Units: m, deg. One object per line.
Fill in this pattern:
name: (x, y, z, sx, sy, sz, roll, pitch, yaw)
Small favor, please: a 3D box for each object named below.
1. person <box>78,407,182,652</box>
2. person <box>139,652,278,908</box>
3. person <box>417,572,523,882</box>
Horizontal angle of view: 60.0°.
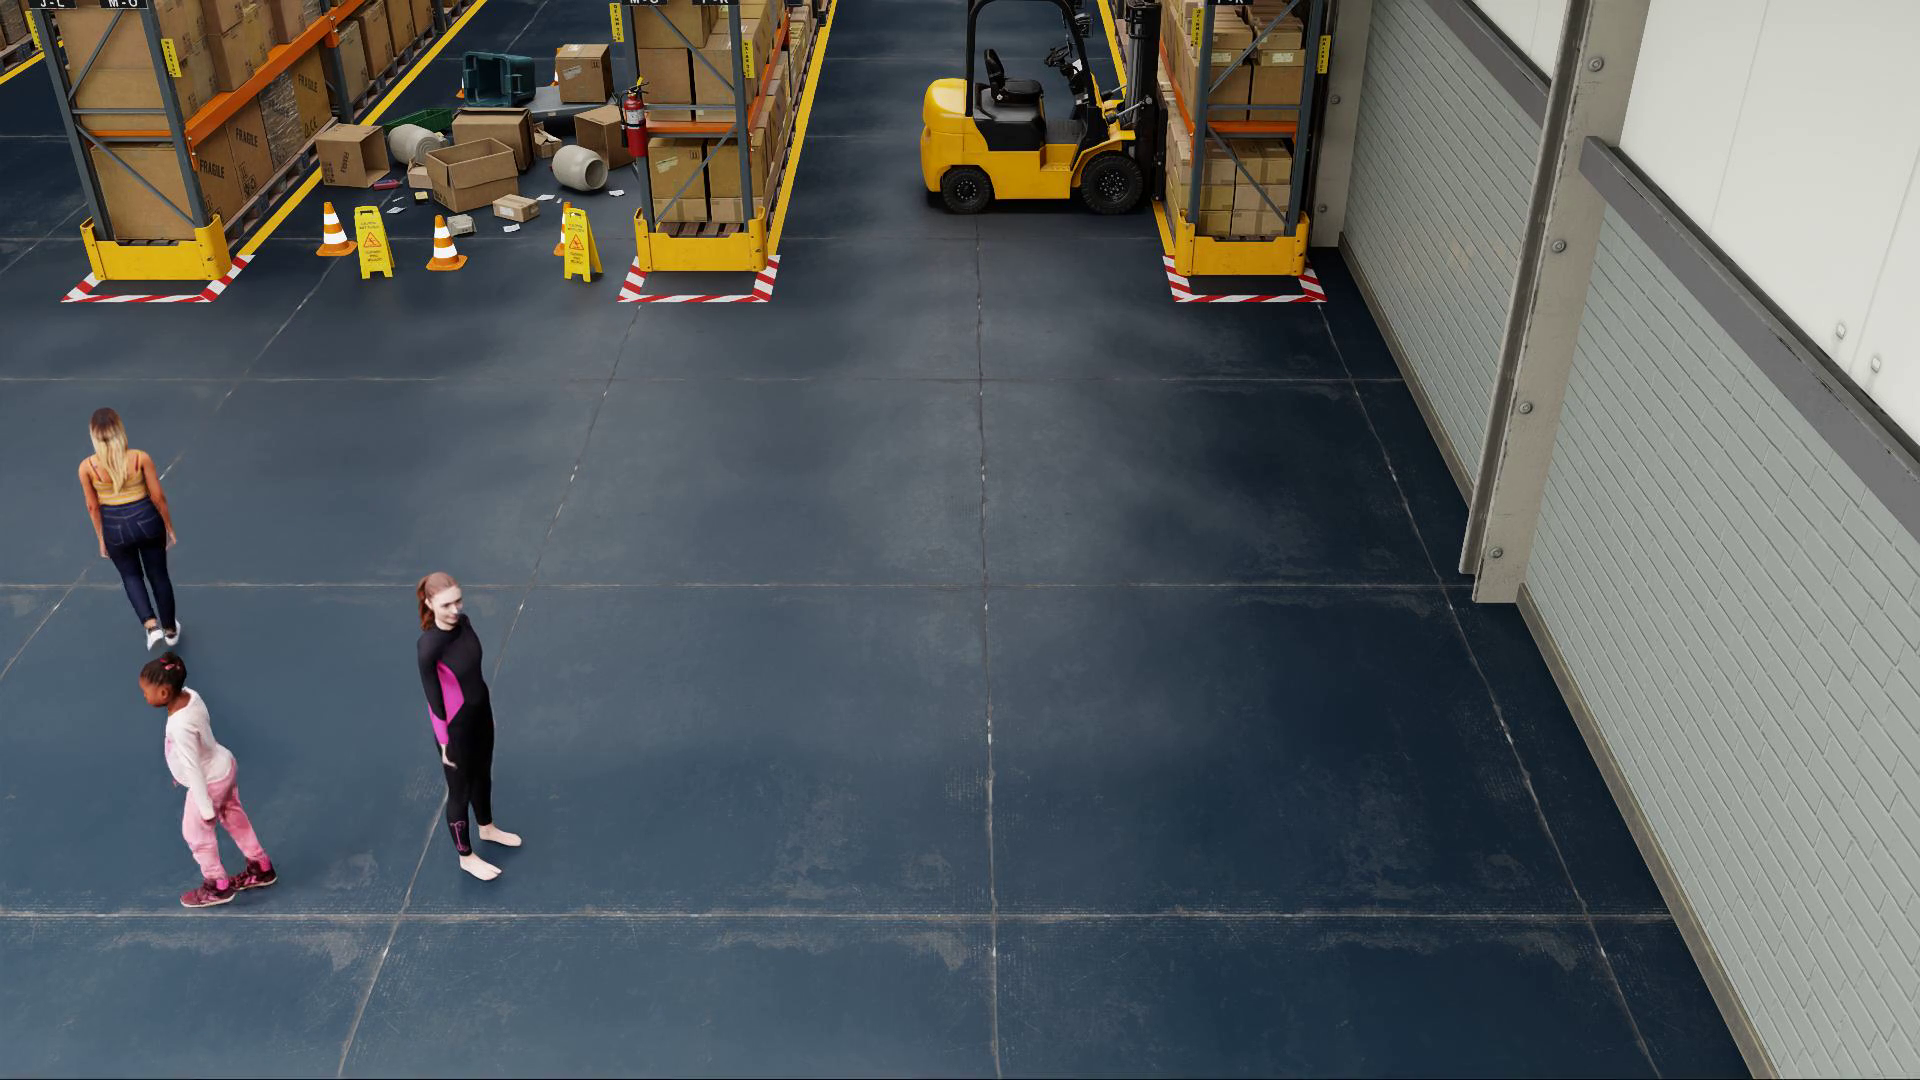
person: (-4.906, -0.006, 9.896, 0.761, 1.619, 0.869, -15, 35, -22)
person: (-3.652, 1.153, 8.232, 0.696, 1.435, 0.659, -8, 33, -13)
person: (-2.486, 0.909, 8.324, 0.678, 1.749, 0.548, 10, 34, 15)
